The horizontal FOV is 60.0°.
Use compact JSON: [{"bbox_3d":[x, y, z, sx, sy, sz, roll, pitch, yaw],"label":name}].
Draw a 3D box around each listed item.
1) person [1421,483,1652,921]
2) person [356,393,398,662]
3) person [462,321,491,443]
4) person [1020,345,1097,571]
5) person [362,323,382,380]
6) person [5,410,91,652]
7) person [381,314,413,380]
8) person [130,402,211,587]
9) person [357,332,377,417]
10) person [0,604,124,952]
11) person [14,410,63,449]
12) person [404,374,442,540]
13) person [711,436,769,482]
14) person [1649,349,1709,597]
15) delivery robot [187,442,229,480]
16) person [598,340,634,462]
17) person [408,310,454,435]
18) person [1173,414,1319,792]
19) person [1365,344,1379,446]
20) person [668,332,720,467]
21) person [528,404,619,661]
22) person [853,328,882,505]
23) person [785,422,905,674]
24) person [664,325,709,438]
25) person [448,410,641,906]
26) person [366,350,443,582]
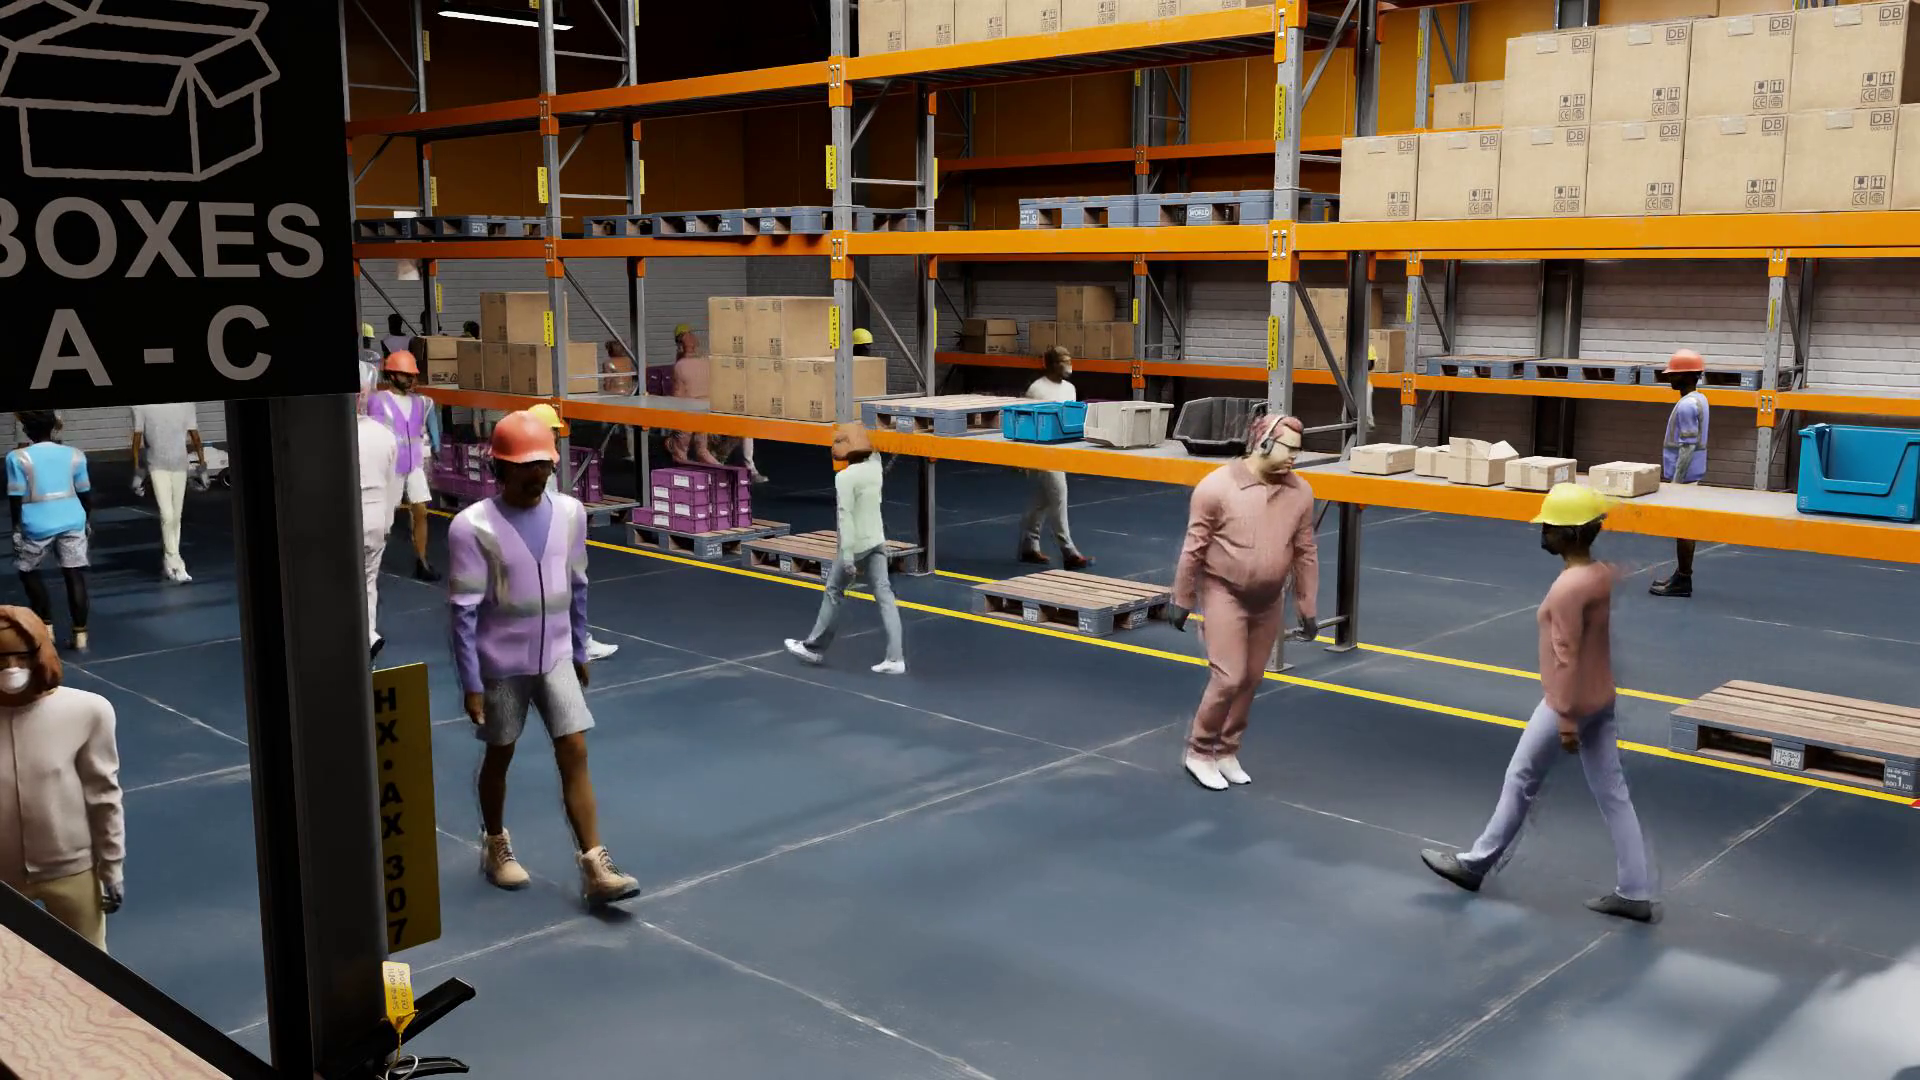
[{"bbox_3d":[2.370,0.632,6.626,0.905,1.721,0.533,8,12,40],"label":"person"},{"bbox_3d":[-3.790,-0.073,10.430,0.517,1.890,0.638,6,11,34],"label":"person"},{"bbox_3d":[-6.742,-2.135,23.229,0.551,1.848,0.394,-4,10,-24],"label":"person"},{"bbox_3d":[0.868,-0.698,14.195,0.937,1.902,0.650,6,11,34],"label":"person"},{"bbox_3d":[-7.297,-1.713,20.495,0.610,1.883,0.920,2,9,12],"label":"person"},{"bbox_3d":[-6.094,-0.085,11.117,0.570,1.673,0.556,7,12,38],"label":"person"},{"bbox_3d":[-8.064,-2.300,23.994,0.372,1.914,0.597,6,11,31],"label":"person"},{"bbox_3d":[-6.318,-0.535,13.399,0.859,1.838,0.554,8,13,42],"label":"person"},{"bbox_3d":[-6.221,-1.189,17.029,0.367,1.966,0.607,9,13,44],"label":"person"},{"bbox_3d":[-2.672,0.979,4.786,0.493,1.627,0.284,-5,10,-27],"label":"person"},{"bbox_3d":[-10.365,-1.422,18.730,0.551,1.893,0.616,2,10,14],"label":"person"},{"bbox_3d":[-5.258,-0.813,15.785,0.546,1.603,0.790,-8,12,-39],"label":"person"},{"bbox_3d":[-2.677,-1.685,20.065,0.770,1.972,0.621,4,10,21],"label":"person"},{"bbox_3d":[5.639,-0.521,13.029,0.363,1.935,0.551,5,11,29],"label":"person"},{"bbox_3d":[-8.702,-0.896,19.263,0.707,0.478,0.477,-3,10,-20],"label":"delivery robot"},{"bbox_3d":[-4.625,-1.839,22.077,0.785,1.604,0.544,6,11,33],"label":"person"},{"bbox_3d":[-7.036,-2.061,22.147,0.687,2.000,0.538,0,9,1],"label":"person"},{"bbox_3d":[1.410,0.306,8.171,0.670,1.865,0.531,-4,10,-23],"label":"person"},{"bbox_3d":[4.423,-1.261,18.204,0.693,1.739,0.518,4,10,24],"label":"person"},{"bbox_3d":[-2.889,-1.320,18.100,0.738,1.887,0.653,6,11,33],"label":"person"},{"bbox_3d":[-2.731,-0.041,10.814,0.915,1.690,0.494,-1,9,-4],"label":"person"},{"bbox_3d":[-1.032,-1.303,17.847,0.387,1.926,0.591,3,10,16],"label":"person"},{"bbox_3d":[-0.699,0.051,10.580,0.879,1.584,0.497,6,11,33],"label":"person"},{"bbox_3d":[-4.159,-2.348,24.873,0.907,1.715,0.538,-6,11,-31],"label":"person"},{"bbox_3d":[-1.674,0.493,6.618,0.649,1.995,1.010,-8,12,-41],"label":"person"},{"bbox_3d":[-4.660,-0.615,13.701,0.823,1.912,0.555,7,11,36],"label":"person"}]
